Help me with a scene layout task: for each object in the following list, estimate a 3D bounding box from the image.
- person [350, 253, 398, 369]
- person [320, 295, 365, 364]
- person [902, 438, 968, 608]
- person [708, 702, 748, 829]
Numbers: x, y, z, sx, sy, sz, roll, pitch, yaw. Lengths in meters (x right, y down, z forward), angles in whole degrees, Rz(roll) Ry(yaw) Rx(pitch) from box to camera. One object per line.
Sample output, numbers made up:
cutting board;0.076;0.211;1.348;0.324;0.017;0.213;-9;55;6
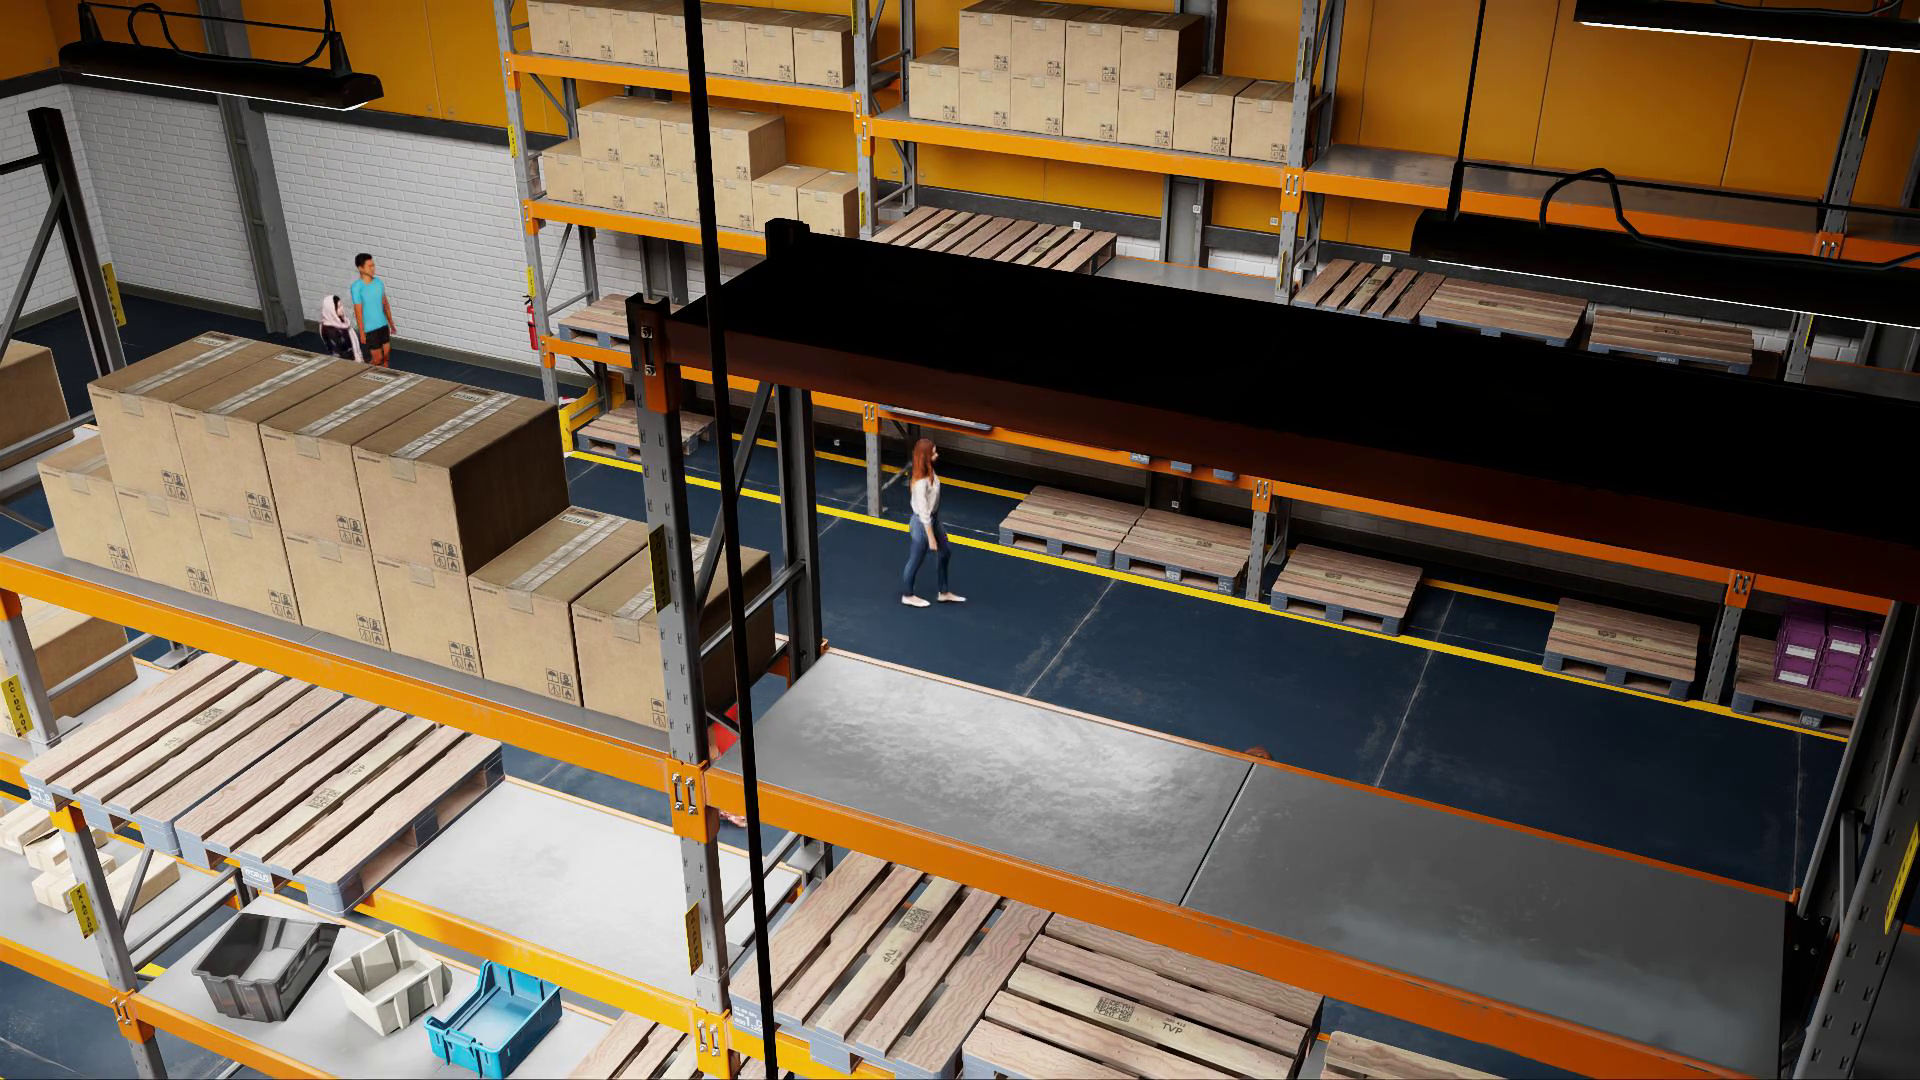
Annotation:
person;-6.859;-2.466;19.286;0.668;1.770;0.631;13;31;23
person;-6.919;-1.931;18.471;1.145;1.611;0.939;-1;29;-2
person;-0.406;-0.144;15.091;0.868;1.710;0.700;7;29;13
person;-1.819;1.380;12.296;0.639;1.713;0.663;6;29;12
